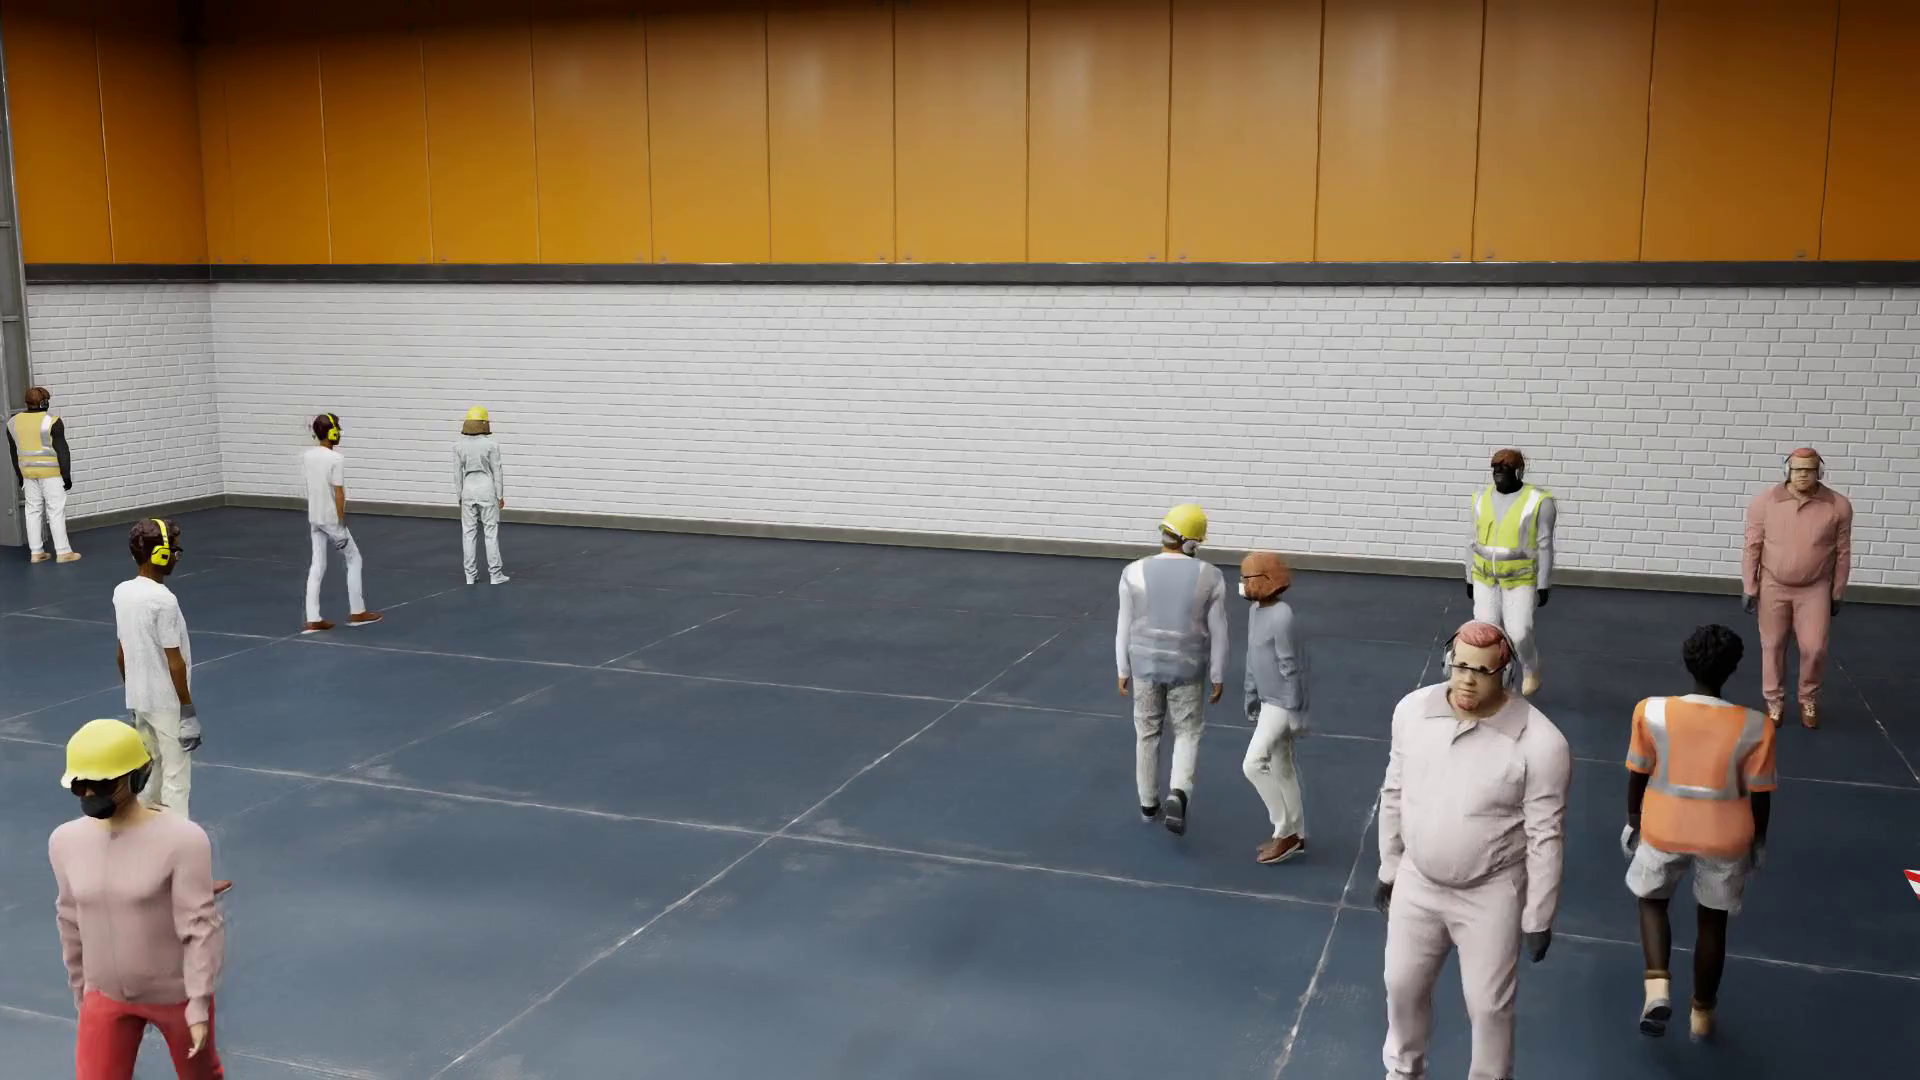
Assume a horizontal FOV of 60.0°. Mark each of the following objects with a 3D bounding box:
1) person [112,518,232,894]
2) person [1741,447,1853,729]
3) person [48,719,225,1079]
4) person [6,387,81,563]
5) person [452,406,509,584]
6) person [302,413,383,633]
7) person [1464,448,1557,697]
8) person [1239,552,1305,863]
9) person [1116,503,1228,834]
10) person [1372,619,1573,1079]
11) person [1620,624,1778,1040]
[{"bbox_3d":[-3.845,0.818,8.047,0.509,1.865,0.329,6,11,33],"label":"person"},{"bbox_3d":[5.510,0.327,11.002,0.639,1.893,0.448,5,10,28],"label":"person"},{"bbox_3d":[-2.486,1.375,5.034,0.537,1.720,0.901,0,9,2],"label":"person"},{"bbox_3d":[-9.564,-0.675,17.375,0.623,1.844,0.429,1,9,6],"label":"person"},{"bbox_3d":[-4.667,-0.431,16.193,0.484,1.735,0.311,1,9,6],"label":"person"},{"bbox_3d":[-5.287,-0.156,14.153,0.579,1.840,0.799,5,10,29],"label":"person"},{"bbox_3d":[3.798,0.270,11.546,0.638,1.833,0.524,8,12,41],"label":"person"},{"bbox_3d":[1.625,0.859,8.571,0.420,1.606,0.514,-1,9,-4],"label":"person"},{"bbox_3d":[1.135,0.701,8.974,0.611,1.802,0.644,2,9,13],"label":"person"},{"bbox_3d":[1.709,1.188,5.674,0.659,1.891,0.397,8,12,42],"label":"person"},{"bbox_3d":[2.863,1.162,6.469,0.546,1.684,0.450,4,10,24],"label":"person"}]
